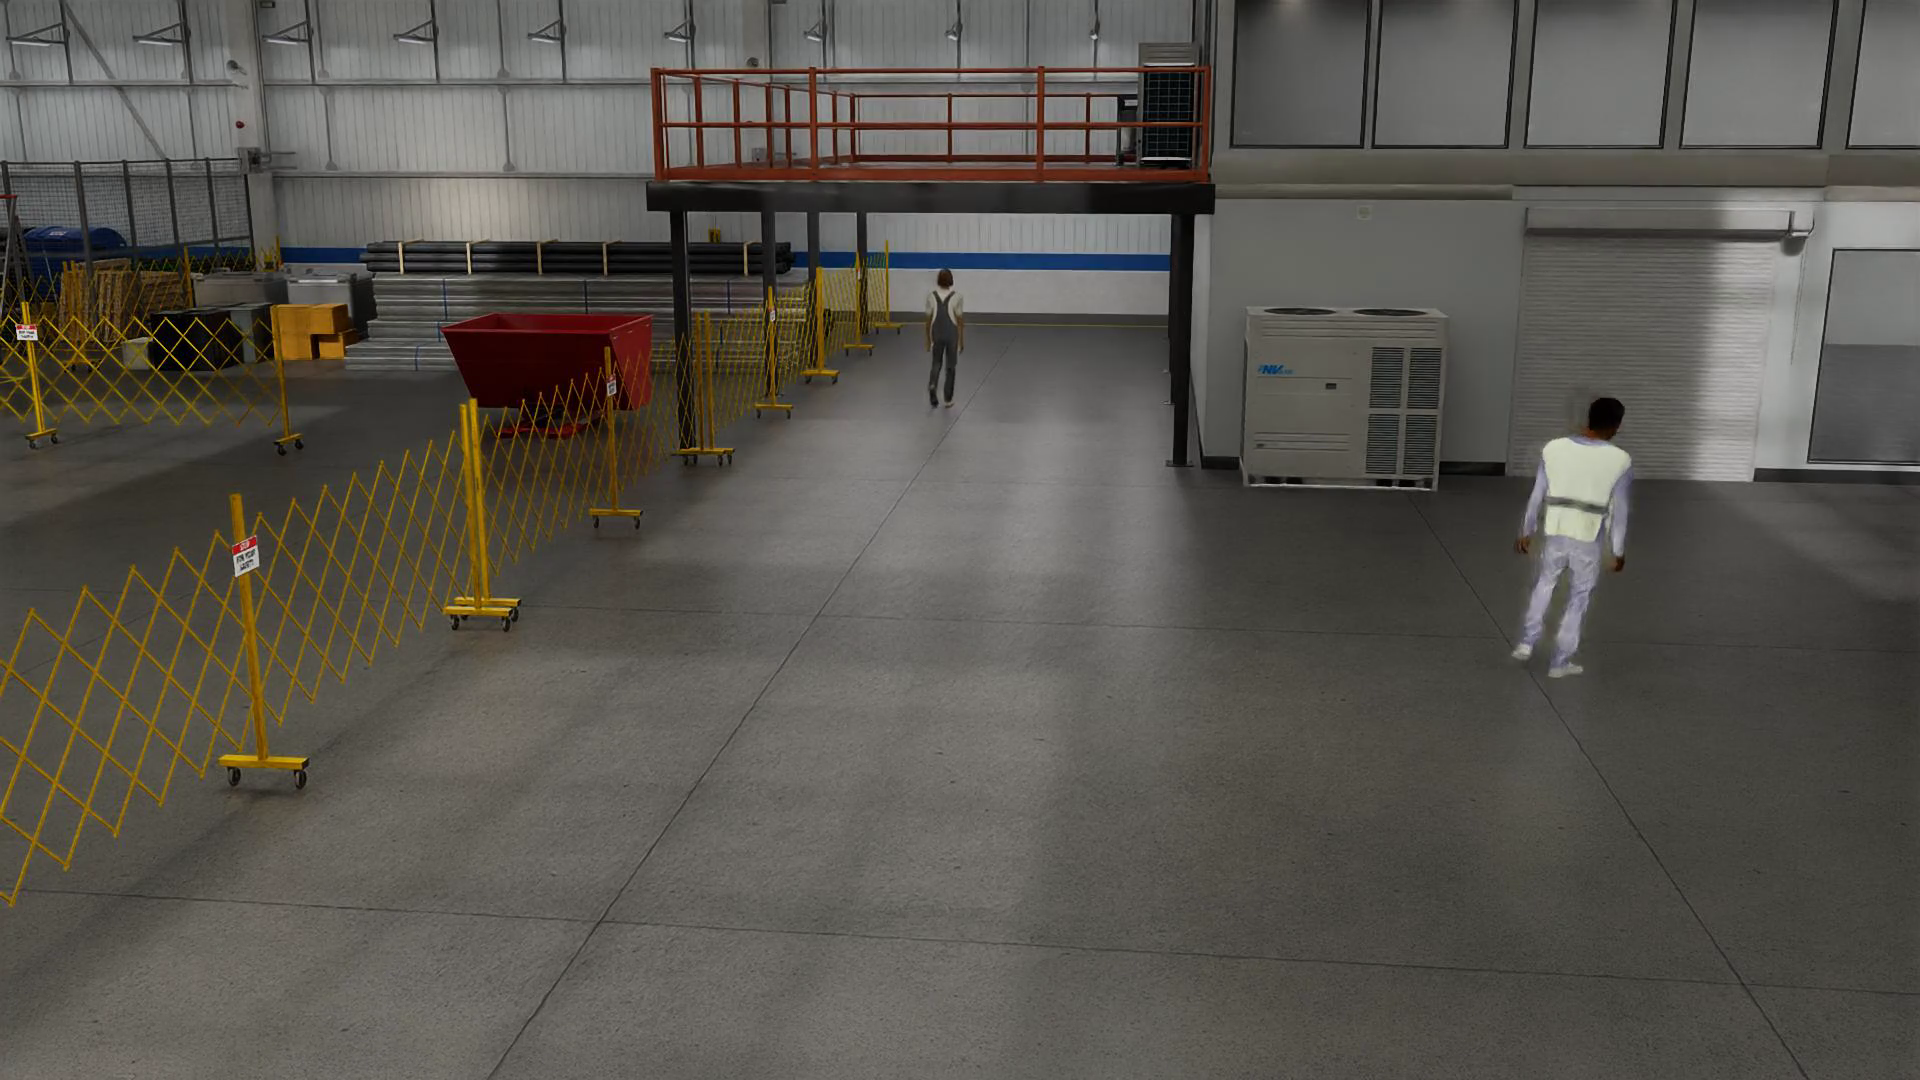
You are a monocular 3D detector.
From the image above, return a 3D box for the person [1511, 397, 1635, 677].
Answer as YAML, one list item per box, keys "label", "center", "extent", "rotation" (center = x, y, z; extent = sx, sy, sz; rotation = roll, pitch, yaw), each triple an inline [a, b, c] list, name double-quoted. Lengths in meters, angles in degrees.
- label: "person"
  center: [4.037, -0.009, 10.935]
  extent: [0.698, 1.883, 0.433]
  rotation: [12, 18, 40]

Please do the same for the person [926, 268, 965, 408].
- label: "person"
  center: [-0.204, -2.614, 21.649]
  extent: [0.500, 1.834, 0.514]
  rotation: [3, 14, 12]
